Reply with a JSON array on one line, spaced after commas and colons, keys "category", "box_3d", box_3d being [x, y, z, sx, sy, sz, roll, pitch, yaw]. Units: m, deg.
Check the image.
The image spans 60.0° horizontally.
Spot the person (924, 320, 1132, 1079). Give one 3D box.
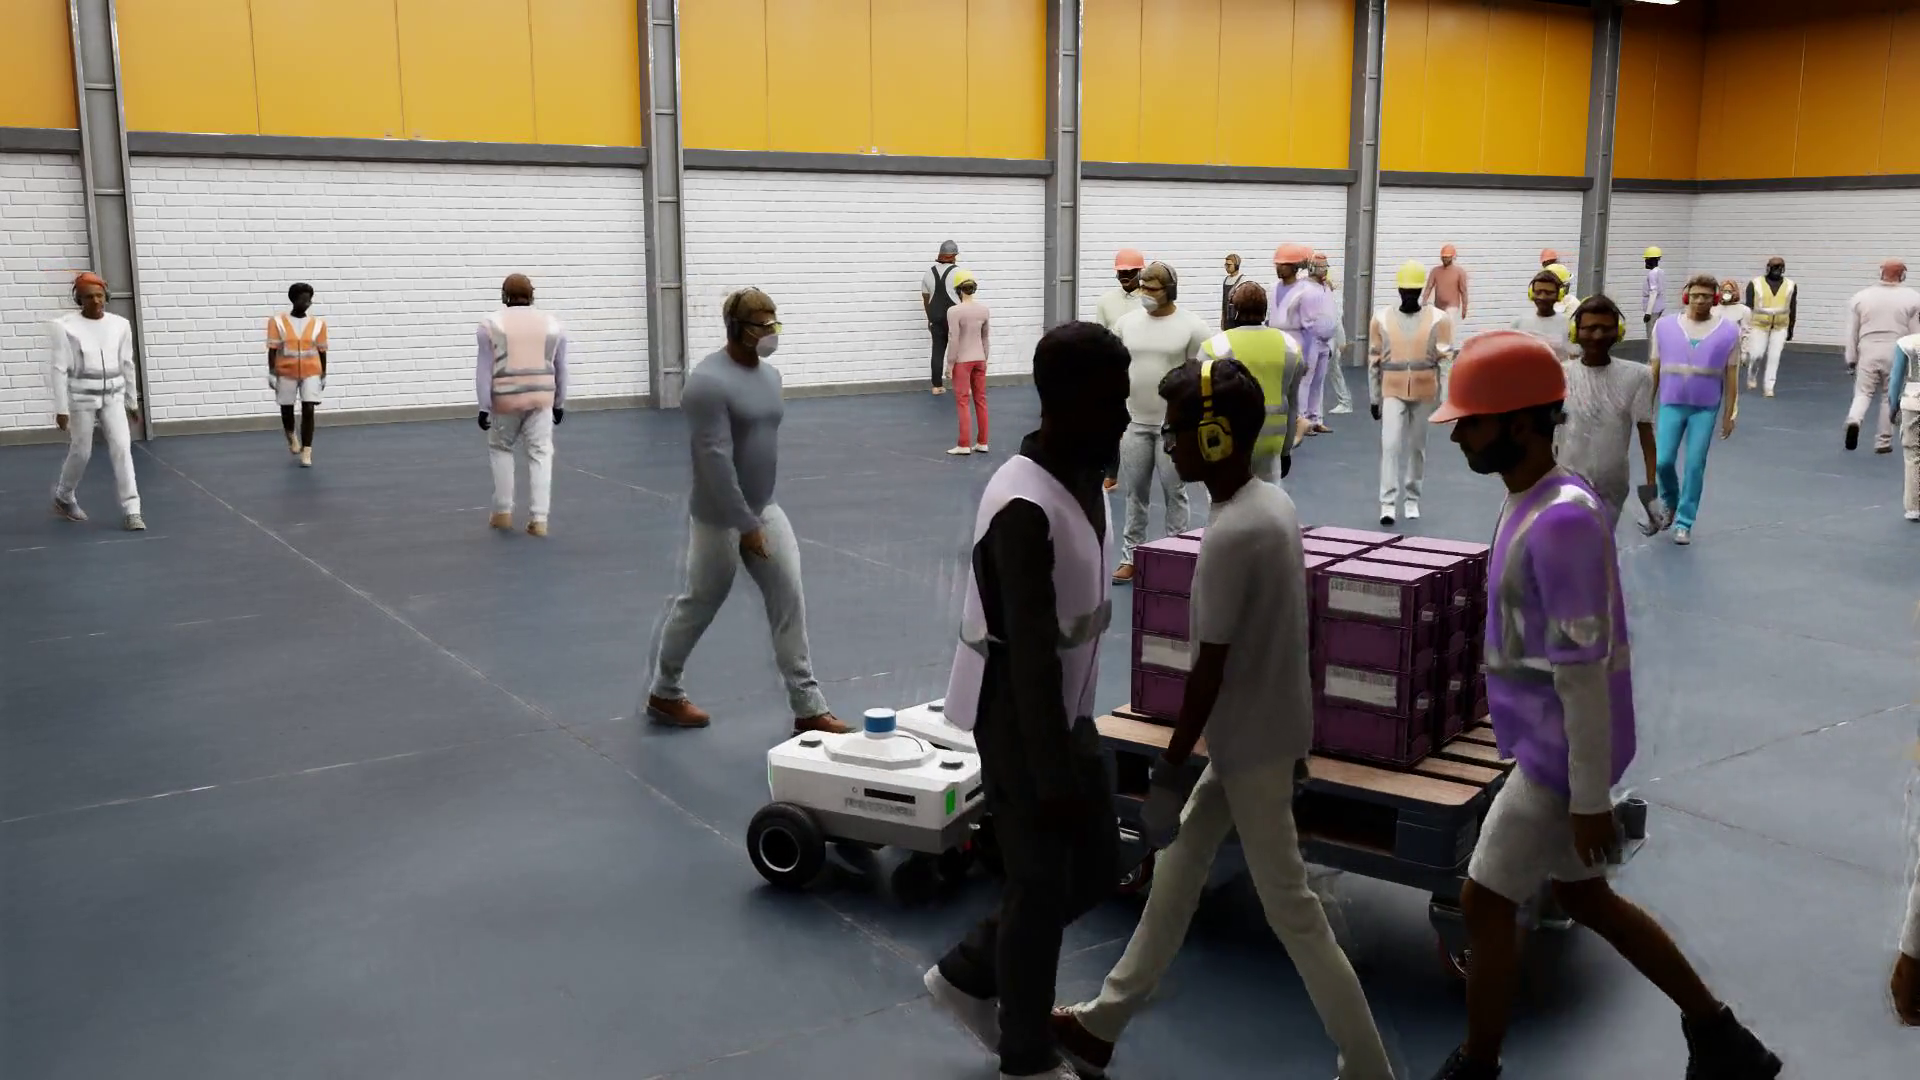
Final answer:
[{"category": "person", "box_3d": [0.169, 0.448, 3.866, 0.468, 1.874, 0.612, 4, 11, 21]}]

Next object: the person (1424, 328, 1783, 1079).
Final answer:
[{"category": "person", "box_3d": [1.457, 0.467, 3.770, 0.877, 1.893, 0.564, 3, 11, 15]}]

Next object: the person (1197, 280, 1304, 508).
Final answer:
[{"category": "person", "box_3d": [1.540, -0.483, 9.070, 0.627, 1.844, 0.429, -3, 11, -18]}]

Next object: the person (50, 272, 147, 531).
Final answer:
[{"category": "person", "box_3d": [-6.219, -0.998, 11.922, 0.964, 1.843, 0.629, 8, 13, 38]}]

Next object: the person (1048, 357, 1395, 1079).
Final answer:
[{"category": "person", "box_3d": [0.594, 0.485, 3.857, 1.016, 1.805, 0.530, 3, 11, 18]}]

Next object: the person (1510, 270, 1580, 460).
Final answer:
[{"category": "person", "box_3d": [4.088, -0.957, 11.665, 0.521, 1.847, 0.525, 5, 11, 25]}]

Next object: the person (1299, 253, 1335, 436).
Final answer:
[{"category": "person", "box_3d": [3.739, -2.056, 17.511, 0.409, 1.908, 0.647, 8, 13, 39]}]

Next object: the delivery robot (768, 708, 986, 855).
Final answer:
[{"category": "delivery robot", "box_3d": [-0.255, 0.788, 5.370, 0.707, 0.478, 0.477, 5, 12, 25]}]

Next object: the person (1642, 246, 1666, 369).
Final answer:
[{"category": "person", "box_3d": [10.757, -3.594, 25.886, 0.388, 1.927, 0.589, 6, 12, 32]}]

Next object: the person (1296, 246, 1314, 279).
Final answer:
[{"category": "person", "box_3d": [5.014, -3.297, 24.233, 0.542, 1.938, 0.357, -8, 13, -36]}]

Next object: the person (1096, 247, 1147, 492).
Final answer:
[{"category": "person", "box_3d": [1.369, -1.363, 13.470, 0.617, 1.993, 0.396, 4, 11, 22]}]

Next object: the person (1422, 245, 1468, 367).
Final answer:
[{"category": "person", "box_3d": [7.767, -3.751, 26.716, 0.622, 1.931, 1.045, 10, 14, 43]}]

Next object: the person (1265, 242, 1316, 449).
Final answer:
[{"category": "person", "box_3d": [3.108, -1.778, 15.652, 0.563, 2.029, 0.643, -5, 12, -27]}]

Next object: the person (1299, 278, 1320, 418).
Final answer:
[{"category": "person", "box_3d": [3.735, -2.056, 18.280, 0.556, 1.615, 0.535, 3, 11, 18]}]

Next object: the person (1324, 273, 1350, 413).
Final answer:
[{"category": "person", "box_3d": [4.222, -2.316, 19.509, 0.917, 1.684, 0.498, -3, 11, -14]}]

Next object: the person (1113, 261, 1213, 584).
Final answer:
[{"category": "person", "box_3d": [1.173, -0.676, 9.872, 0.627, 1.935, 0.371, 6, 12, 28]}]

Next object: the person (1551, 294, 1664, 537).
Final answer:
[{"category": "person", "box_3d": [2.925, -0.213, 7.656, 0.538, 1.820, 0.972, 2, 11, 11]}]

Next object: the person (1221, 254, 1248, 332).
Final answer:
[{"category": "person", "box_3d": [3.848, -3.095, 23.400, 0.332, 1.842, 0.505, -6, 12, -31]}]

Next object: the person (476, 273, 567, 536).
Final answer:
[{"category": "person", "box_3d": [-3.112, -0.960, 11.740, 0.663, 1.814, 0.771, -6, 12, -29]}]

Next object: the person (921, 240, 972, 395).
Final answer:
[{"category": "person", "box_3d": [-0.131, -2.940, 21.987, 0.672, 2.000, 0.536, 6, 12, 28]}]

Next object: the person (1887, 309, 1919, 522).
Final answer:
[{"category": "person", "box_3d": [7.084, -0.950, 12.182, 0.527, 1.622, 0.475, 5, 11, 25]}]

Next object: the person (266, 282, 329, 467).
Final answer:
[{"category": "person", "box_3d": [-6.038, -1.518, 15.167, 0.550, 1.679, 0.592, -5, 11, -25]}]

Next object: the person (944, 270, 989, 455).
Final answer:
[{"category": "person", "box_3d": [0.056, -1.691, 15.920, 0.533, 1.758, 0.332, -9, 14, -42]}]

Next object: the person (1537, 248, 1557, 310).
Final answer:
[{"category": "person", "box_3d": [9.243, -3.593, 25.940, 0.775, 1.913, 0.544, -6, 12, -32]}]

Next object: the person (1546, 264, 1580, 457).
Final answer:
[{"category": "person", "box_3d": [5.647, -1.703, 15.813, 0.403, 1.822, 0.588, -1, 10, -5]}]

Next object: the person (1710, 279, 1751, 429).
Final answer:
[{"category": "person", "box_3d": [8.283, -2.012, 18.054, 0.511, 1.627, 0.285, 8, 13, 39]}]

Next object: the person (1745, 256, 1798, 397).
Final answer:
[{"category": "person", "box_3d": [10.592, -2.794, 21.773, 0.643, 1.826, 0.545, 3, 11, 15]}]

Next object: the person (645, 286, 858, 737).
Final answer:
[{"category": "person", "box_3d": [-0.926, -0.101, 6.876, 0.991, 1.889, 0.618, 6, 12, 30]}]

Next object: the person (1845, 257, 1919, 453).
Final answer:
[{"category": "person", "box_3d": [8.792, -1.742, 15.858, 0.651, 1.885, 0.663, 9, 14, 40]}]

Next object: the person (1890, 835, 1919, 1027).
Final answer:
[{"category": "person", "box_3d": [1.773, 0.664, 2.648, 0.511, 1.897, 0.599, -2, 11, -10]}]

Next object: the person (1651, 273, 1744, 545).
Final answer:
[{"category": "person", "box_3d": [4.955, -0.888, 11.280, 0.578, 1.831, 0.439, 5, 12, 27]}]

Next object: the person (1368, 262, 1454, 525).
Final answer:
[{"category": "person", "box_3d": [3.246, -1.045, 12.033, 0.606, 1.886, 0.954, 3, 11, 15]}]

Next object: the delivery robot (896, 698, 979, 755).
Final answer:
[{"category": "delivery robot", "box_3d": [0.106, 0.726, 5.711, 0.707, 0.478, 0.477, 10, 14, 43]}]
